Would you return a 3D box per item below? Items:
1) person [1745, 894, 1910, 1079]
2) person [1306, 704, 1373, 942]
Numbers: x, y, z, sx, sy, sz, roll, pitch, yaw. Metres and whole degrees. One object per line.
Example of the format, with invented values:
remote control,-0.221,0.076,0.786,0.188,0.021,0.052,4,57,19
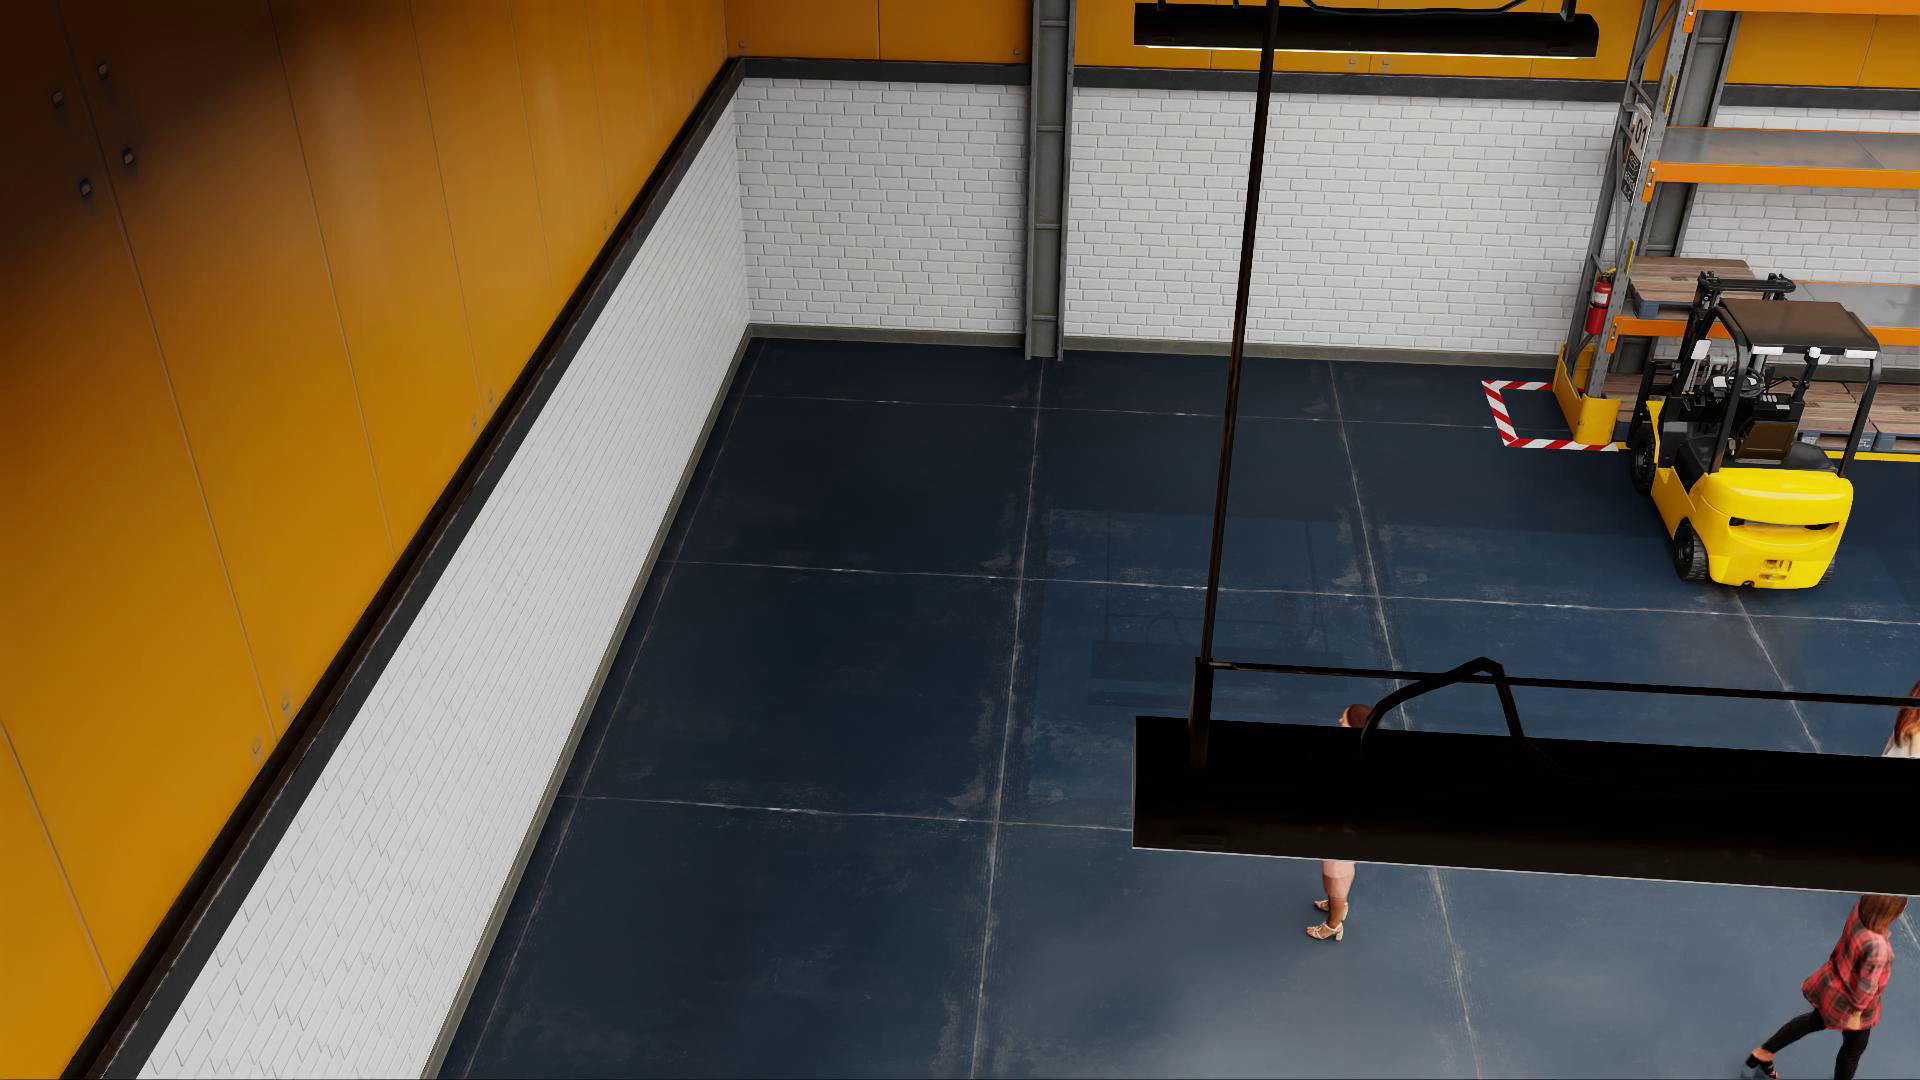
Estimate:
person,4.913,2.527,9.347,0.932,1.686,0.663,5,34,8
person,2.396,1.759,10.371,0.626,1.831,0.658,14,36,20
